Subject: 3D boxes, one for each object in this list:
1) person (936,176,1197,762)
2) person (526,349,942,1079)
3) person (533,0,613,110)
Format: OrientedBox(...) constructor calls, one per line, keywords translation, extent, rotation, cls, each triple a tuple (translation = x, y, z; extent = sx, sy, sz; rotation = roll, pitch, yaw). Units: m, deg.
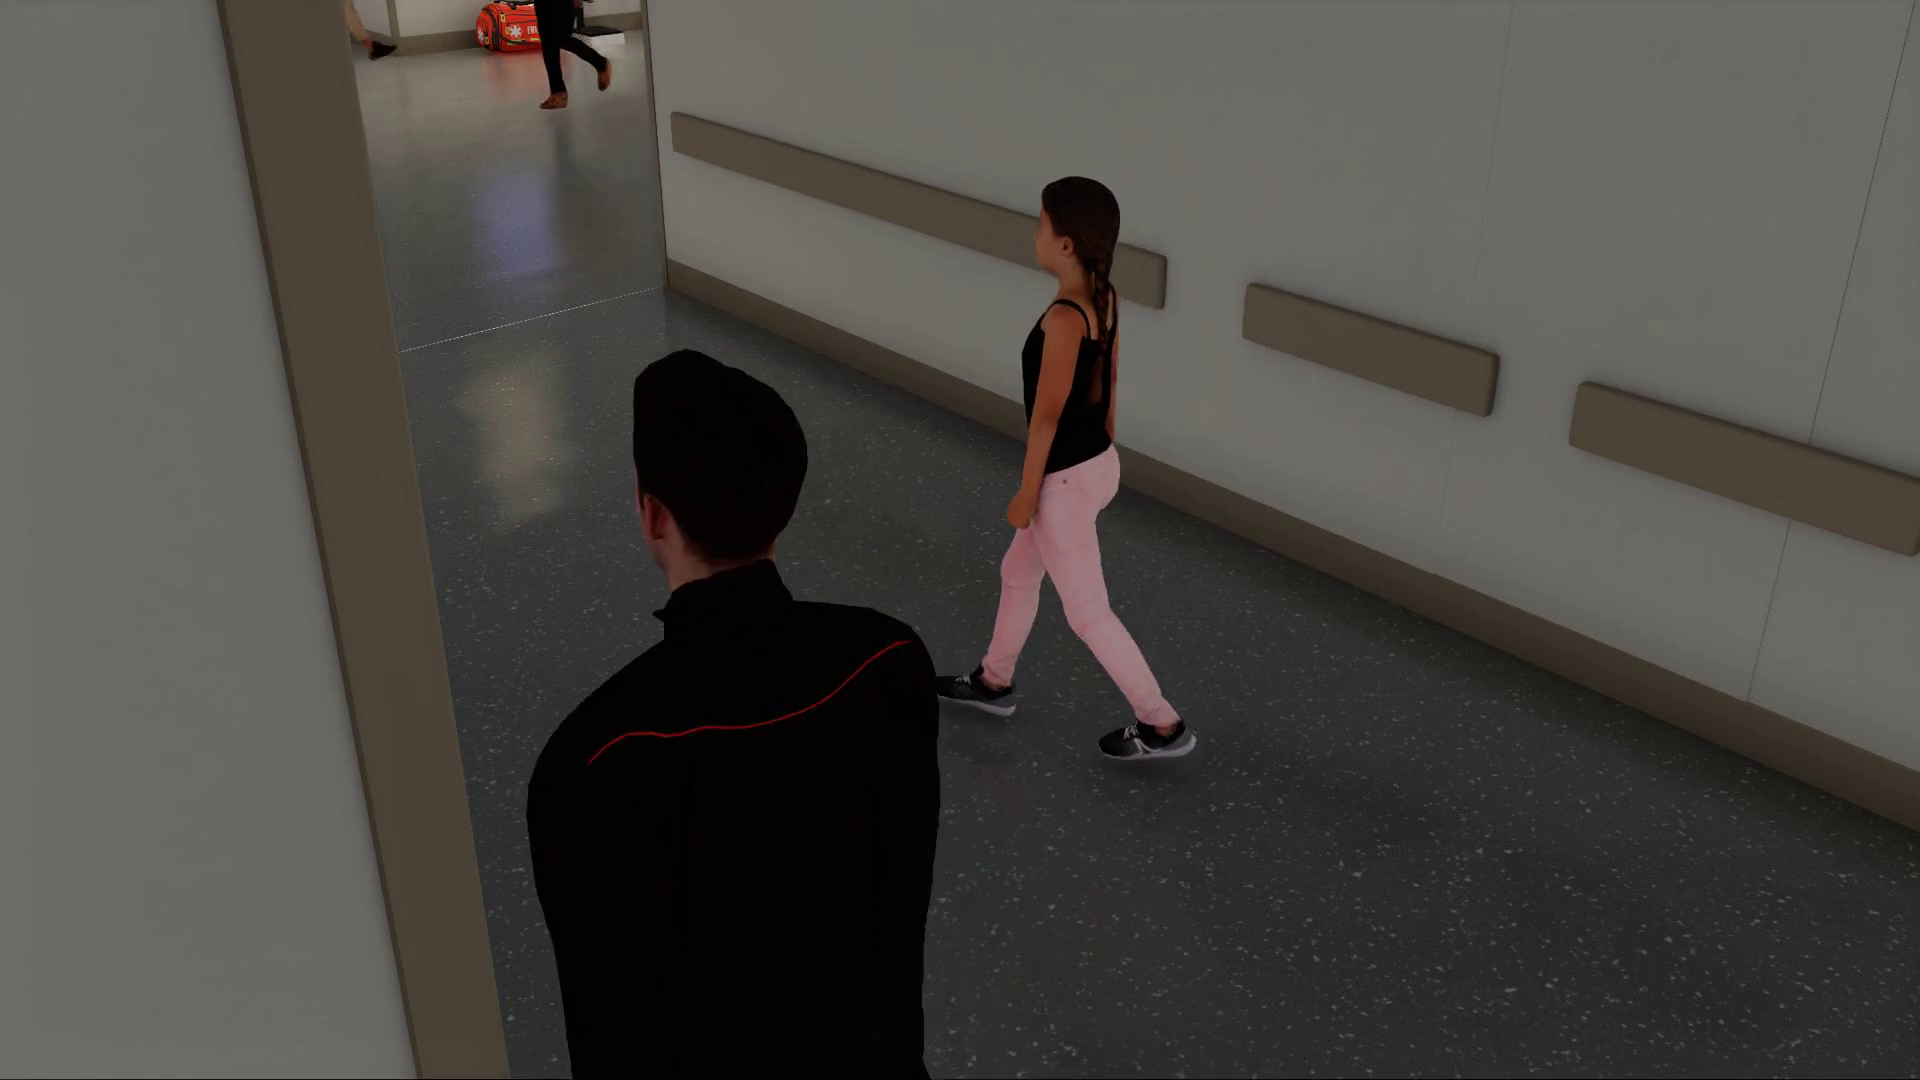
OrientedBox(translation=(0.336, -0.115, 4.200), extent=(0.901, 1.527, 1.025), rotation=(11, 28, 21), cls="person")
OrientedBox(translation=(-0.188, 0.744, 2.023), extent=(1.028, 1.871, 0.804), rotation=(-17, 31, -32), cls="person")
OrientedBox(translation=(-2.868, -3.974, 12.071), extent=(0.773, 1.642, 0.914), rotation=(21, 33, 37), cls="person")
